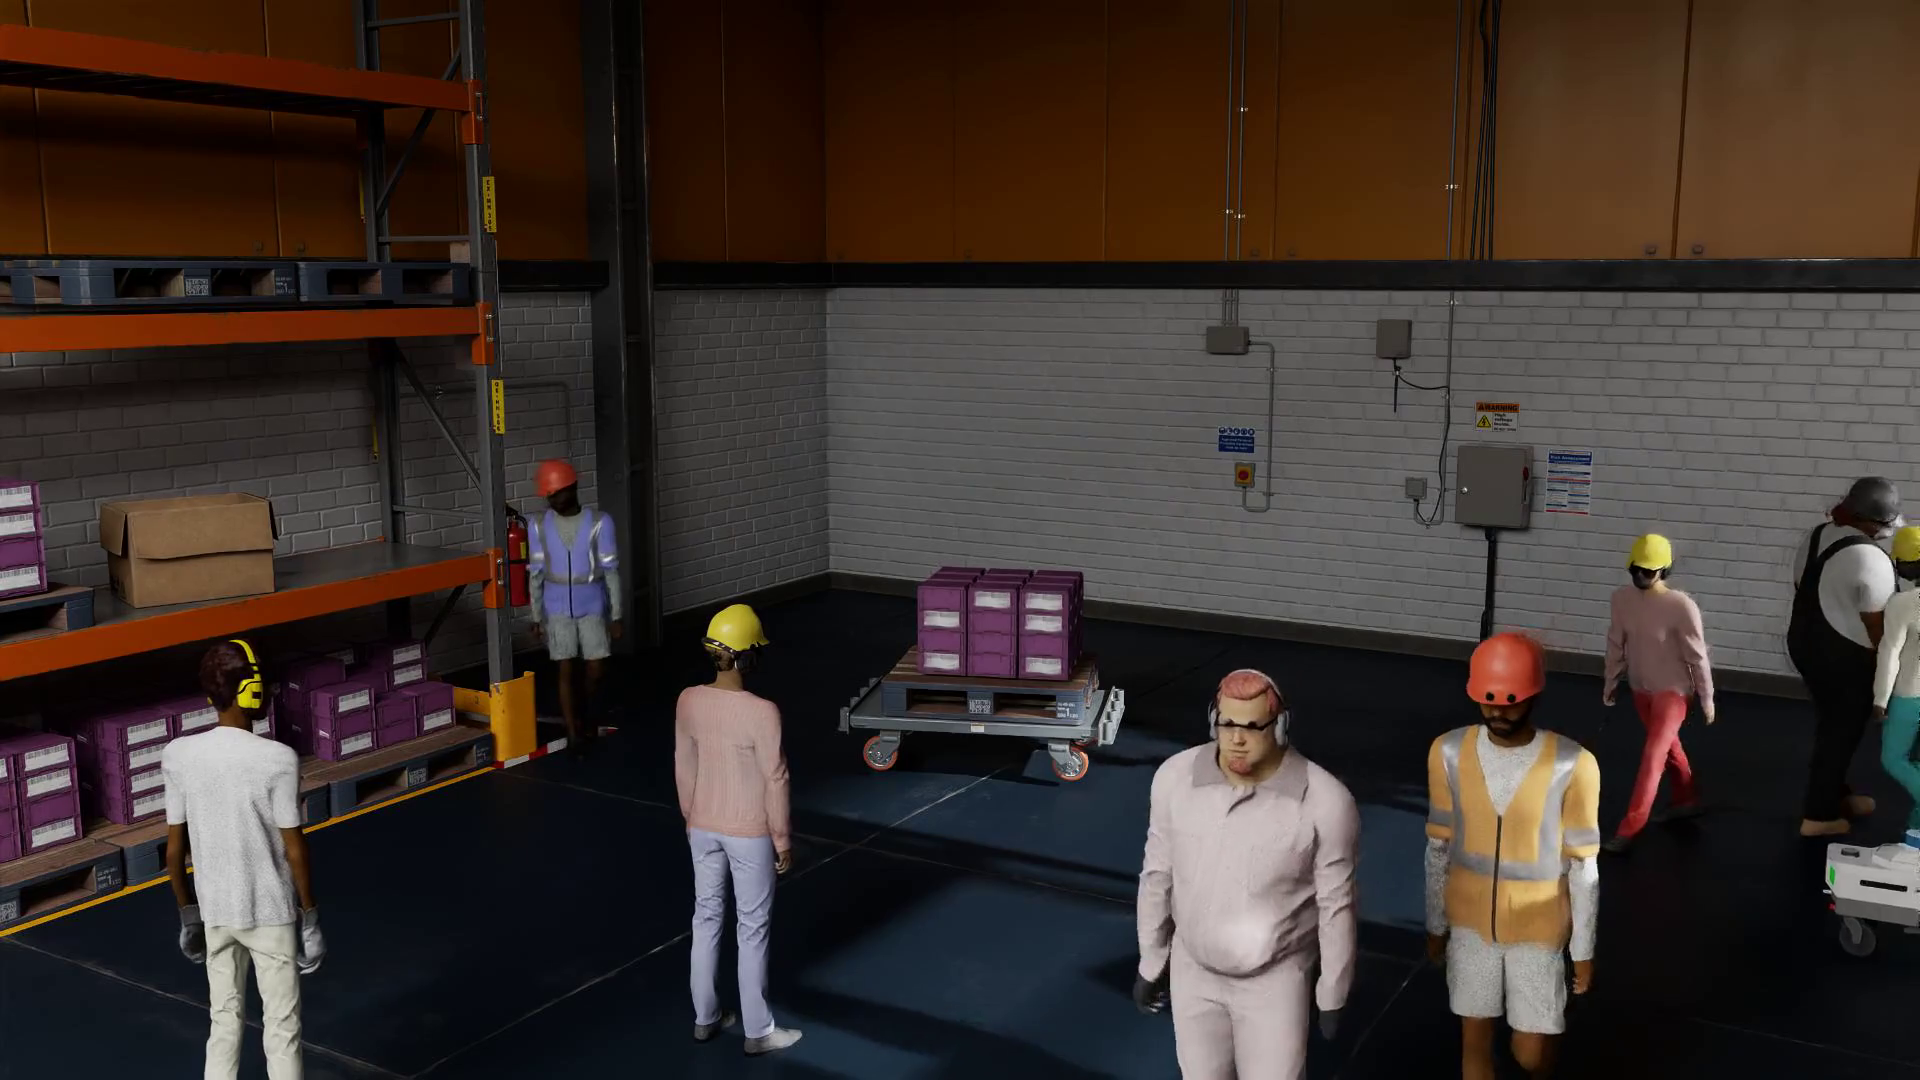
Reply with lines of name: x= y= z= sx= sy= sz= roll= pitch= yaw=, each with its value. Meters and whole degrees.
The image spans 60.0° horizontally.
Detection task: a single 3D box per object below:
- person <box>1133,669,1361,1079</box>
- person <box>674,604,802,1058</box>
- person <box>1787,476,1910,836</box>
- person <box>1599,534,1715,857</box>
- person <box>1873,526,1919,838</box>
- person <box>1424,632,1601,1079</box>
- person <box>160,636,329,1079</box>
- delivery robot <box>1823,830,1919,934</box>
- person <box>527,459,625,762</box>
person: x=0.853 y=1.296 z=5.010 sx=0.659 sy=1.895 sz=0.461 roll=6 pitch=11 yaw=31
person: x=-0.865 y=1.122 z=6.474 sx=0.533 sy=1.768 sz=0.310 roll=6 pitch=11 yaw=31
person: x=4.846 y=0.595 z=8.910 sx=0.735 sy=2.000 sz=0.714 roll=0 pitch=9 yaw=-3
person: x=3.685 y=0.786 z=8.801 sx=0.981 sy=1.693 sz=0.574 roll=-4 pitch=10 yaw=-26
person: x=5.033 y=0.804 z=8.575 sx=0.614 sy=1.742 sz=0.621 roll=-2 pitch=9 yaw=-15
person: x=1.787 y=1.217 z=5.397 sx=0.568 sy=1.918 sz=0.575 roll=6 pitch=11 yaw=33
person: x=-2.317 y=1.240 z=5.438 sx=0.518 sy=1.865 sz=0.330 roll=2 pitch=9 yaw=11
delivery robot: x=4.237 y=1.532 z=7.390 sx=0.707 sy=0.478 sz=0.477 roll=5 pitch=10 yaw=28
person: x=-2.388 y=0.424 z=10.418 sx=0.586 sy=1.906 sz=0.513 roll=-1 pitch=9 yaw=-6
